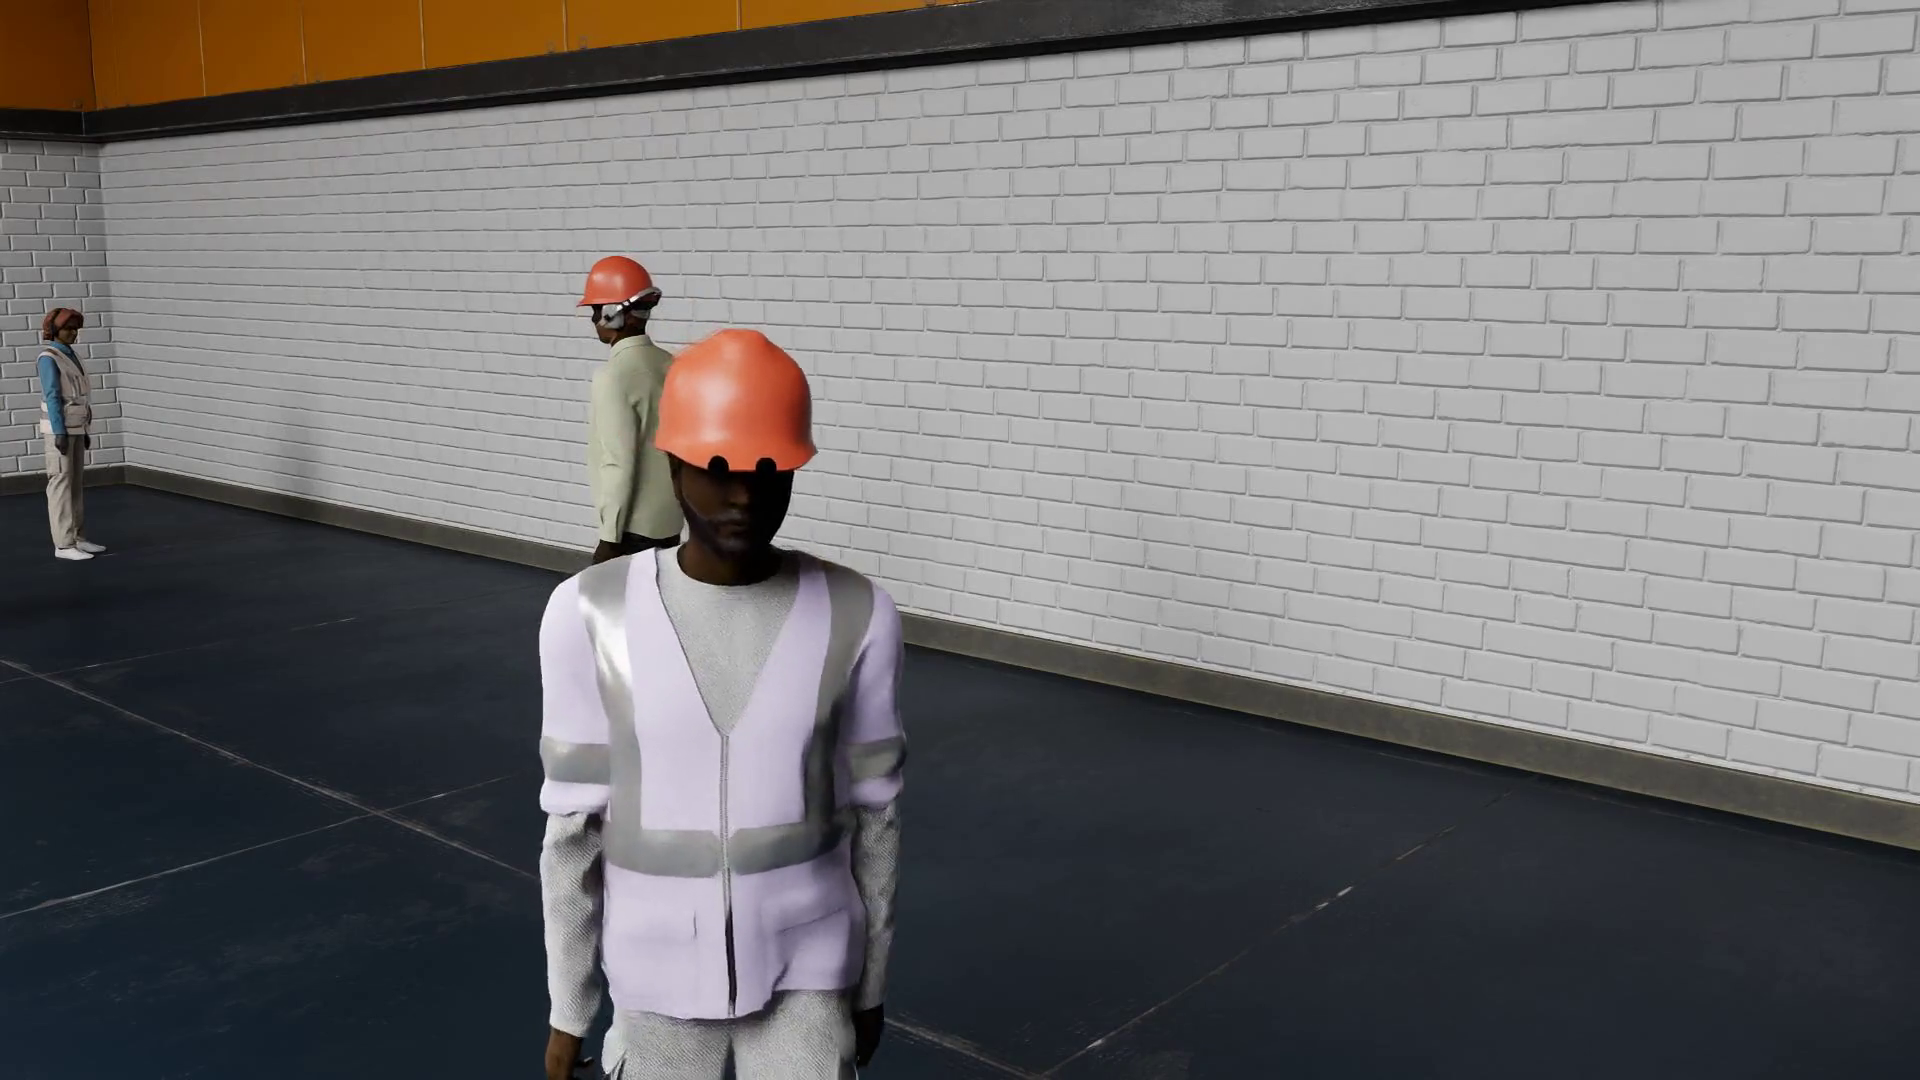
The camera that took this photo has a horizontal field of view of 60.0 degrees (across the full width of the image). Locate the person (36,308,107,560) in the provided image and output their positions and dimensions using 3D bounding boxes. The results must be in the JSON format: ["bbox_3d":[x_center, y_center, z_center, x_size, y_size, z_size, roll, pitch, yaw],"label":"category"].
[{"bbox_3d":[-5.831,-0.692,10.870,0.313,1.637,0.513,-2,10,-10],"label":"person"}]

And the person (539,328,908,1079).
[{"bbox_3d":[-0.359,0.623,2.599,0.557,1.918,0.764,-1,10,-8],"label":"person"}]

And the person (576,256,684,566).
[{"bbox_3d":[-1.228,-0.061,6.264,0.398,1.990,0.623,2,10,13],"label":"person"}]
